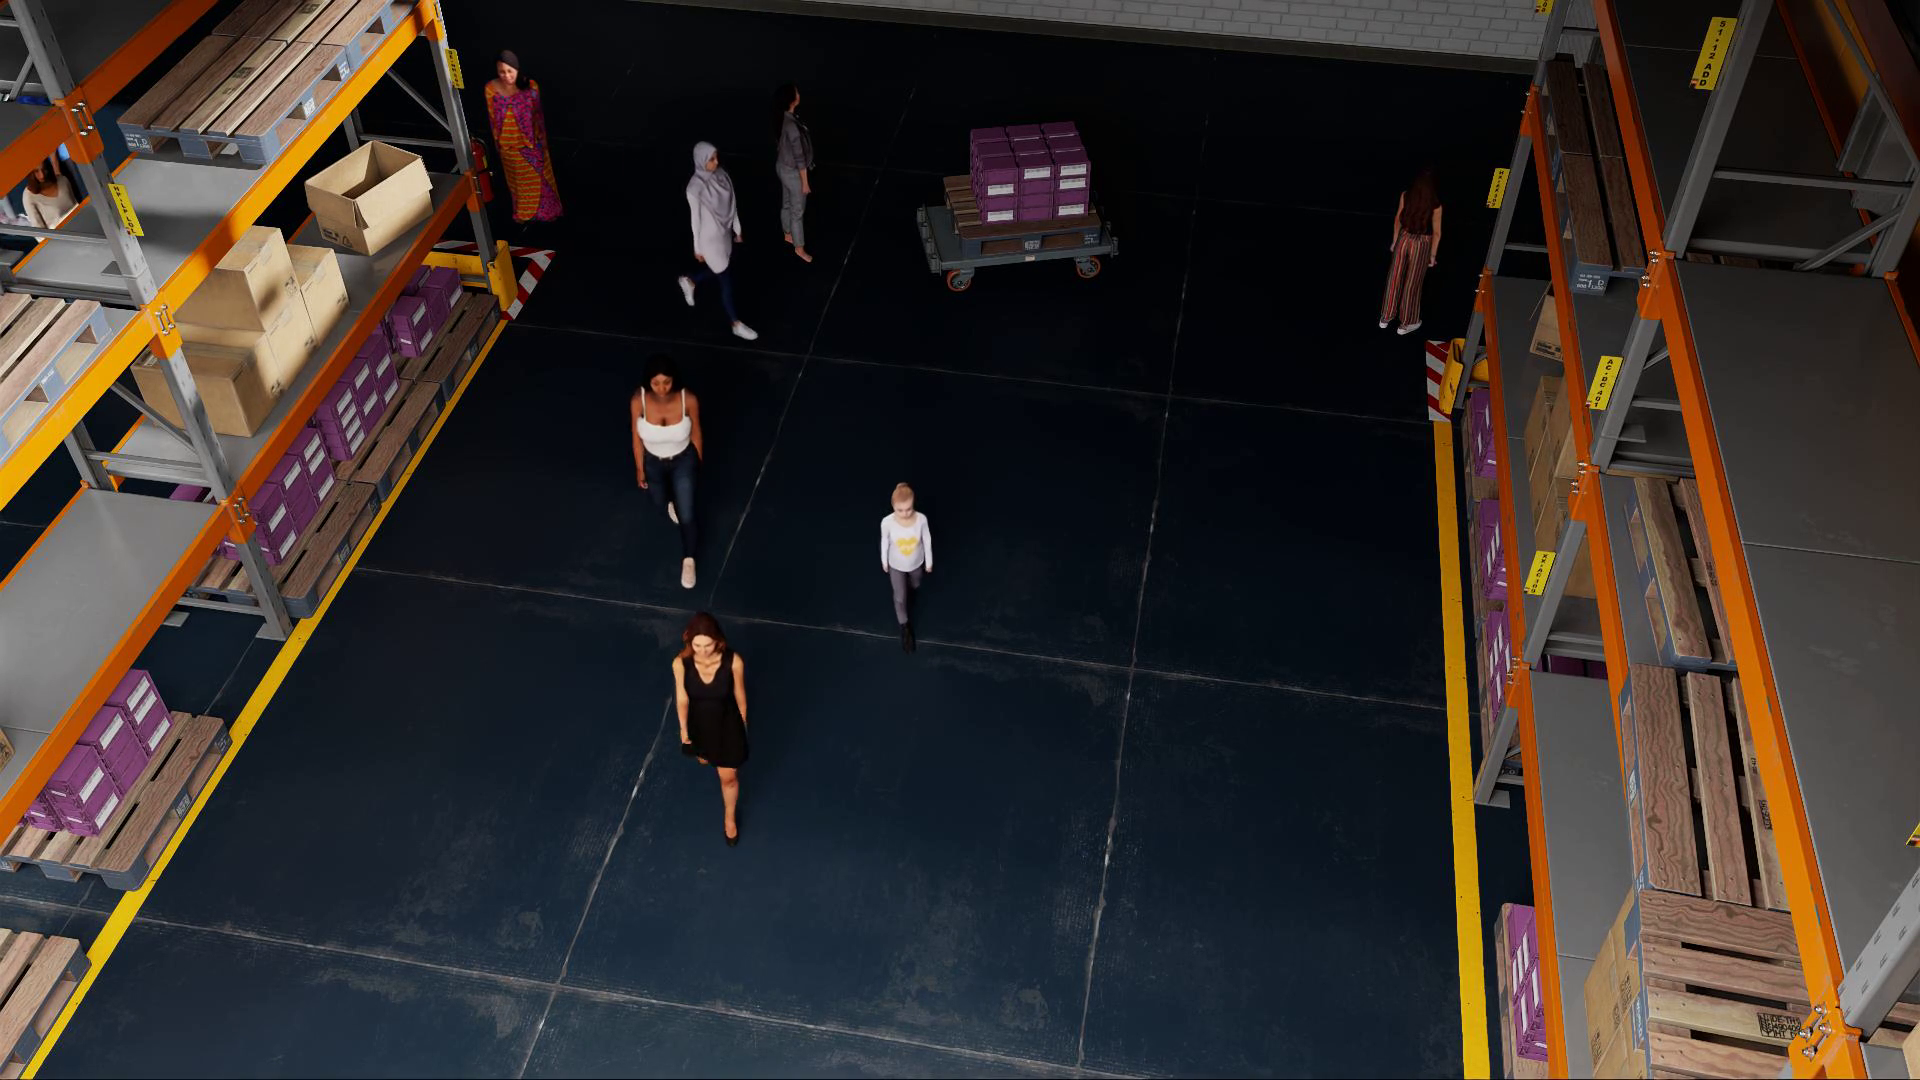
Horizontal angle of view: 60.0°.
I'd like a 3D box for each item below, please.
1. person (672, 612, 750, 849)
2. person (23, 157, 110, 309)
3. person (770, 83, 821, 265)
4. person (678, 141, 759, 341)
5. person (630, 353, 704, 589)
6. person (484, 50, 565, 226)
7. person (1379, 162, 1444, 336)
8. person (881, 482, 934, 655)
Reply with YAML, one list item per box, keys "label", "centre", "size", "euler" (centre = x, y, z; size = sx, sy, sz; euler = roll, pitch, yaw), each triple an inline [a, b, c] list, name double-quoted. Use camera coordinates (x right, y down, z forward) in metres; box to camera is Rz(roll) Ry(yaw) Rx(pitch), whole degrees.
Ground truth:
- label: "person"
  centre: [-1.434, 1.032, 9.787]
  size: [0.733, 1.819, 1.049]
  euler: [-2, 44, -2]
- label: "person"
  centre: [-7.251, -2.424, 13.516]
  size: [0.739, 1.679, 0.589]
  euler: [20, 47, 20]
- label: "person"
  centre: [-1.440, -3.149, 14.279]
  size: [0.792, 1.677, 0.711]
  euler: [-19, 47, -19]
- label: "person"
  centre: [-2.052, -2.457, 13.501]
  size: [0.993, 1.749, 1.122]
  euler: [26, 49, 25]
- label: "person"
  centre: [-2.018, -0.586, 11.514]
  size: [0.772, 1.780, 1.183]
  euler: [-1, 44, -1]
- label: "person"
  centre: [-3.884, -3.579, 14.728]
  size: [0.739, 1.681, 0.757]
  euler: [-6, 44, -6]
- label: "person"
  centre: [3.700, -2.395, 13.571]
  size: [0.634, 1.562, 0.654]
  euler: [30, 51, 27]
- label: "person"
  centre: [-0.367, 0.102, 11.168]
  size: [0.698, 1.261, 0.941]
  euler: [-8, 44, -8]
